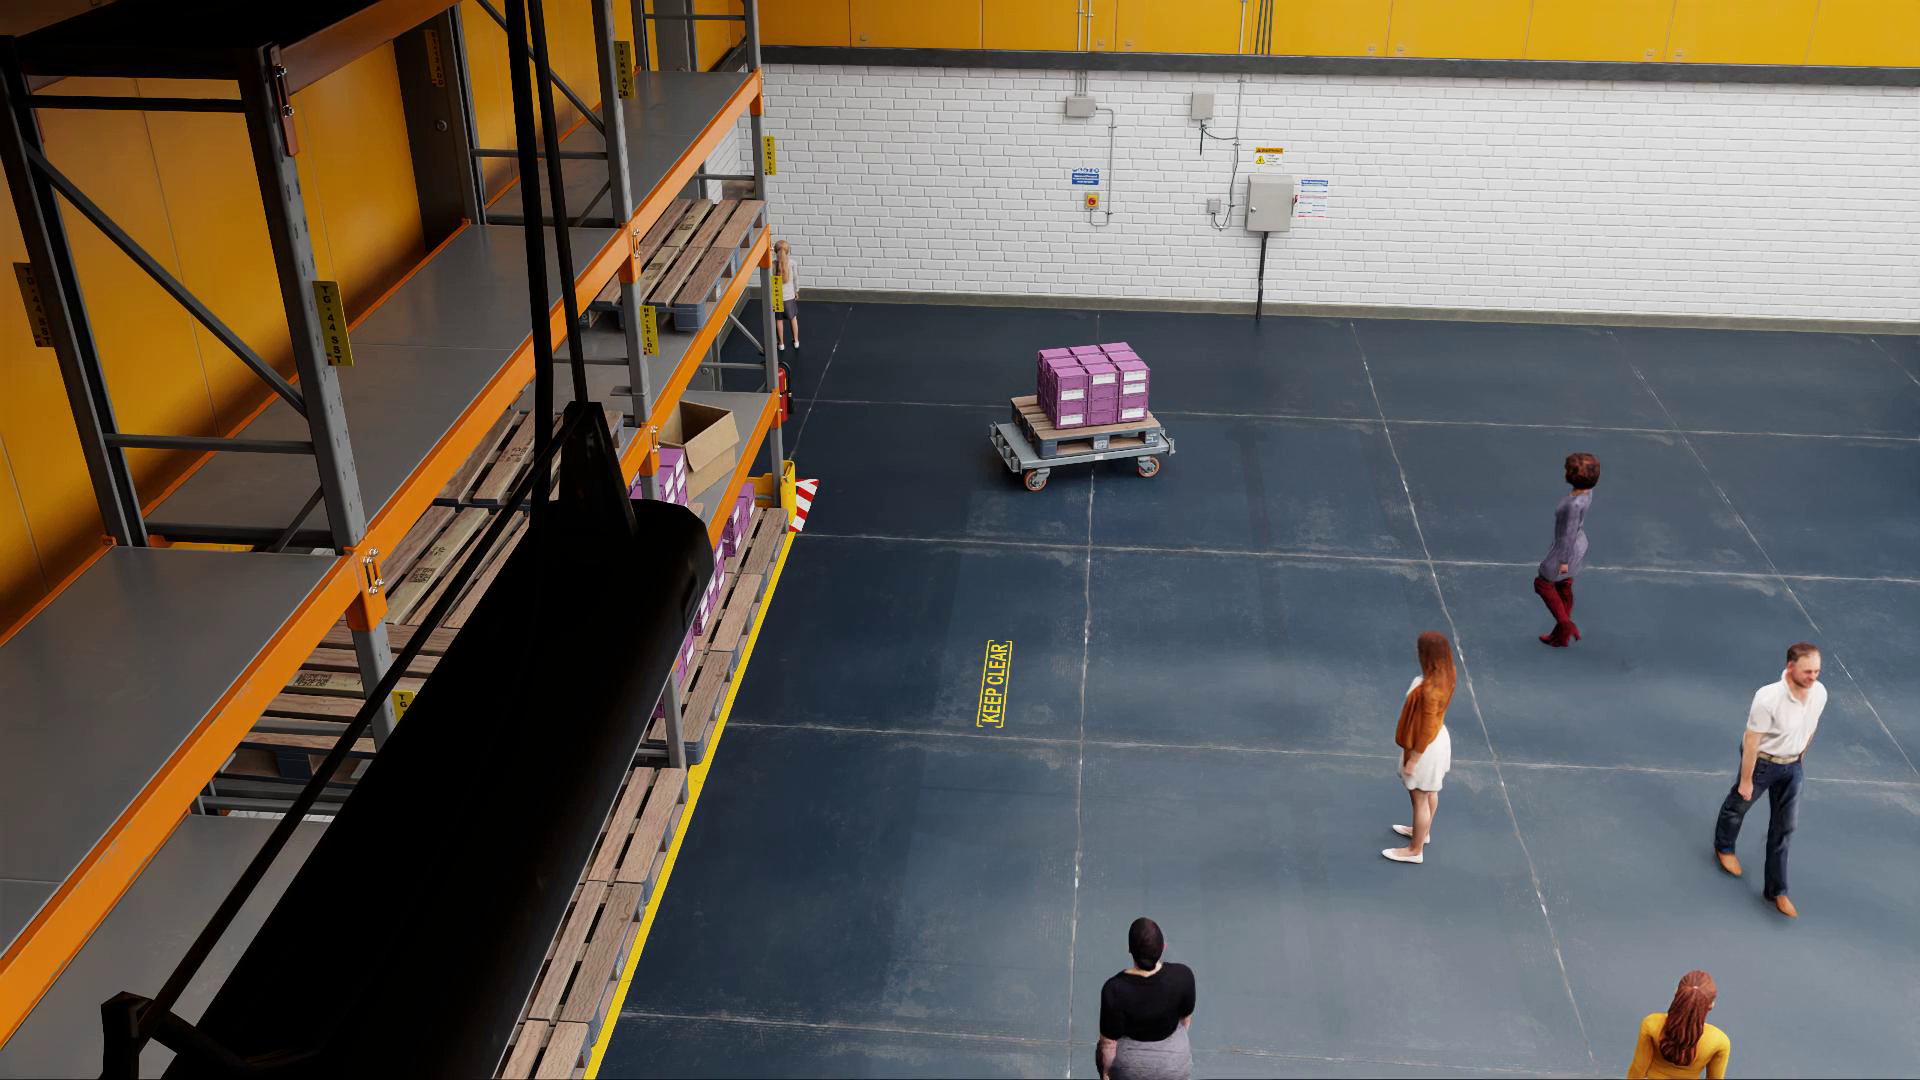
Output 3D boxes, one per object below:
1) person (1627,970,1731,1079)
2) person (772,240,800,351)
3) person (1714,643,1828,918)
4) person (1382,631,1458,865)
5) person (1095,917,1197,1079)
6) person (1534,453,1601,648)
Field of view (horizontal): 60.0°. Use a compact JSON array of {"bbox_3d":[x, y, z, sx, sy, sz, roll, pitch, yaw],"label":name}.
[{"bbox_3d":[3.437,2.782,8.111,0.648,1.742,0.639,10,30,17],"label":"person"},{"bbox_3d":[-1.989,-2.782,18.798,0.586,1.276,0.623,-10,30,-18],"label":"person"},{"bbox_3d":[5.100,1.375,10.605,0.817,1.824,1.101,-3,29,-6],"label":"person"},{"bbox_3d":[3.033,1.335,10.794,0.757,1.713,0.634,14,32,24],"label":"person"},{"bbox_3d":[0.958,2.671,8.320,0.788,1.736,1.112,-4,29,-7],"label":"person"},{"bbox_3d":[4.846,0.125,13.023,0.769,1.702,0.706,17,33,28],"label":"person"}]
